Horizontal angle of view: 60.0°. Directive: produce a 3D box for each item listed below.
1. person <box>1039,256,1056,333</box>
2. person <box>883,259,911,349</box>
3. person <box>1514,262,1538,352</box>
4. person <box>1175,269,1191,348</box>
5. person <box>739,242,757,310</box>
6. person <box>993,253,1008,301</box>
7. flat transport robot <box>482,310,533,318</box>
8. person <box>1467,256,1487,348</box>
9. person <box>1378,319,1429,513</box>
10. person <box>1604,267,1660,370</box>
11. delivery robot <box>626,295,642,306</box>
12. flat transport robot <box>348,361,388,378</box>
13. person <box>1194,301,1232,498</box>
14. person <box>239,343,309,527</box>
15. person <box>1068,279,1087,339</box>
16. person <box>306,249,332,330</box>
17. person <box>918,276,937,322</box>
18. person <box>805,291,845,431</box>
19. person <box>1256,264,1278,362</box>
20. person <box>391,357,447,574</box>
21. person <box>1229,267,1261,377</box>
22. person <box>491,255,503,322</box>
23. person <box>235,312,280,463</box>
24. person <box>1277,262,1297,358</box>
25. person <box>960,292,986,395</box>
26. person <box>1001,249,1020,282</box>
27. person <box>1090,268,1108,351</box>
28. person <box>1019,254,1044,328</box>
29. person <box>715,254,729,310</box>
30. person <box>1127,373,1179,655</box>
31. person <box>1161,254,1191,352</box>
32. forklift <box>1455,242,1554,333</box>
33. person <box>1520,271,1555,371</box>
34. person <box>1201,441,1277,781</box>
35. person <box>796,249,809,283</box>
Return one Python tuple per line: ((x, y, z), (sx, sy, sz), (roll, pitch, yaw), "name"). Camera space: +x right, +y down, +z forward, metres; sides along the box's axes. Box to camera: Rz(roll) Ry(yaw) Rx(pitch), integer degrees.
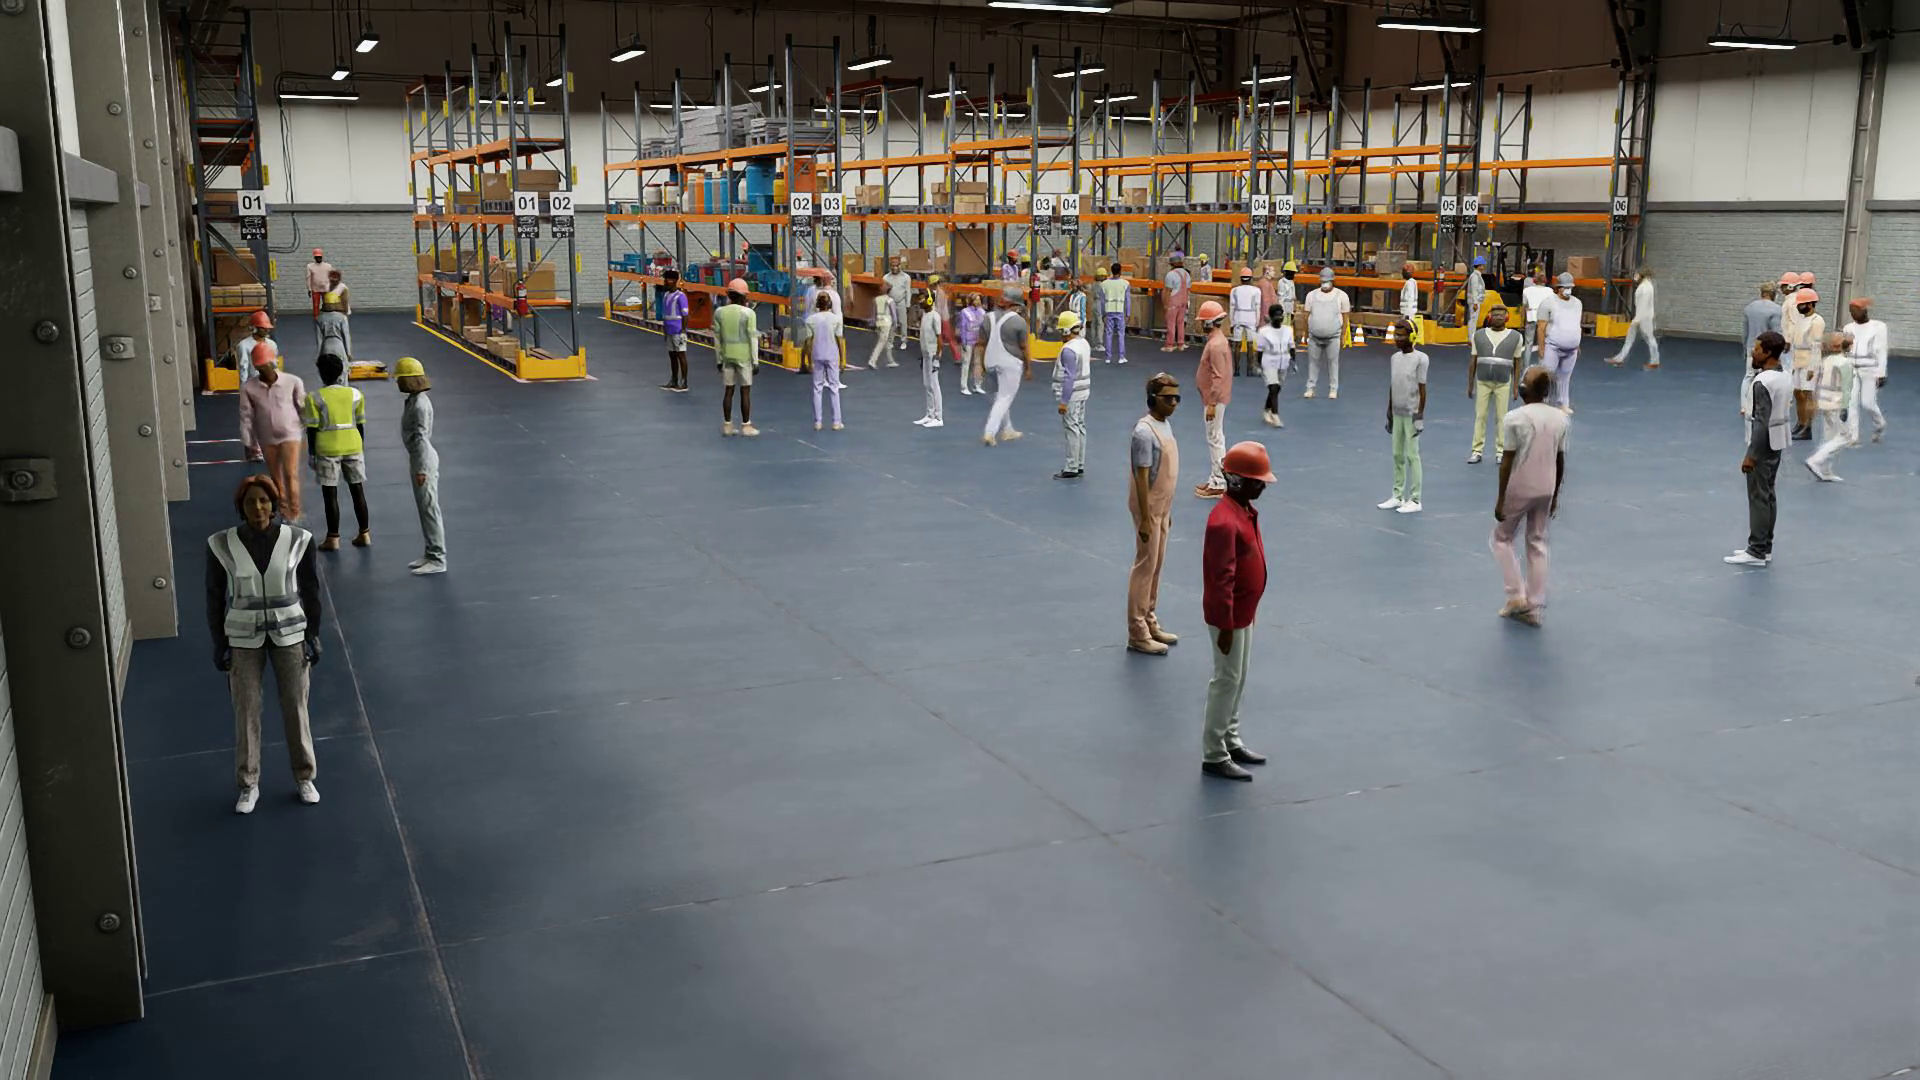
((2.072, -5.874, 39.904), (0.559, 1.843, 0.350), (-6, 13, -27), "person")
((-1.356, -4.986, 35.250), (0.636, 1.900, 0.400), (3, 11, 13), "person")
((11.904, -4.861, 34.705), (0.385, 1.860, 0.555), (-4, 12, -20), "person")
((4.753, -4.933, 35.509), (0.320, 1.687, 0.539), (-2, 11, -10), "person")
((-6.316, -7.867, 49.558), (0.619, 2.028, 0.410), (3, 11, 14), "person")
((1.265, -8.425, 53.448), (0.550, 1.617, 0.520), (1, 11, 4), "person")
((-12.426, -6.205, 45.576), (1.431, 0.197, 0.652), (1, 11, 4), "flat transport robot")
((11.074, -5.103, 35.690), (0.375, 1.950, 0.614), (4, 12, 20), "person")
((4.298, -1.196, 16.077), (0.339, 1.866, 0.514), (-5, 12, -25), "person")
((12.441, -4.068, 30.588), (1.038, 1.882, 0.642), (3, 11, 13), "person")
((-9.278, -6.740, 47.332), (0.477, 0.478, 0.707), (-5, 12, -25), "delivery robot")
((-10.576, -3.033, 29.457), (0.652, 0.197, 1.431), (-5, 12, -25), "flat transport robot")
((2.554, -1.419, 16.869), (0.393, 1.988, 0.623), (2, 11, 10), "person")
((-6.173, -0.915, 14.997), (0.589, 1.712, 0.721), (-2, 11, -12), "person")
((2.223, -4.097, 31.404), (0.310, 1.631, 0.509), (-5, 12, -25), "person")
((-15.798, -6.184, 41.075), (0.622, 1.994, 0.381), (-5, 12, -25), "person")
((-0.580, -4.573, 33.897), (0.530, 1.600, 0.835), (-3, 12, -17), "person")
((-1.785, -2.367, 22.059), (0.507, 1.847, 0.343), (1, 11, 5), "person")
((5.899, -4.353, 31.992), (0.403, 1.911, 0.637), (1, 11, 7), "person")
((-4.350, -0.597, 13.349), (0.331, 1.736, 0.487), (-5, 12, -24), "person")
((5.033, -3.845, 29.402), (0.546, 1.919, 0.421), (3, 12, 16), "person")
((-12.338, -6.674, 44.170), (0.559, 1.756, 0.318), (7, 13, 33), "person")
((-8.094, -1.773, 19.296), (0.362, 1.743, 0.567), (5, 12, 25), "person")
((6.480, -4.552, 32.991), (0.405, 1.918, 0.582), (7, 13, 33), "person")
((0.211, -3.126, 26.462), (0.514, 1.635, 0.311), (-8, 14, -36), "person")
((1.211, -5.726, 38.661), (0.408, 2.035, 0.616), (7, 13, 32), "person")
((2.939, -4.822, 34.819), (0.317, 1.736, 0.485), (-7, 13, -31), "person")
((1.621, -5.804, 39.349), (0.621, 1.914, 0.602), (8, 13, 34), "person")
((-5.859, -6.151, 41.189), (0.542, 1.879, 0.605), (8, 14, 35), "person")
((1.277, -0.178, 10.939), (0.326, 1.841, 0.515), (4, 12, 22), "person")
((4.468, -4.957, 34.724), (0.686, 2.000, 0.535), (-10, 15, -41), "person")
((13.047, -6.049, 39.881), (2.313, 2.155, 1.214), (-5, 12, -23), "forklift")
((10.382, -3.903, 29.907), (0.560, 1.836, 0.393), (2, 11, 8), "person")
((1.420, 0.354, 8.497), (0.348, 1.740, 0.575), (4, 12, 20), "person")
((-5.042, -8.278, 52.368), (0.577, 1.737, 0.354), (-2, 11, -11), "person")
